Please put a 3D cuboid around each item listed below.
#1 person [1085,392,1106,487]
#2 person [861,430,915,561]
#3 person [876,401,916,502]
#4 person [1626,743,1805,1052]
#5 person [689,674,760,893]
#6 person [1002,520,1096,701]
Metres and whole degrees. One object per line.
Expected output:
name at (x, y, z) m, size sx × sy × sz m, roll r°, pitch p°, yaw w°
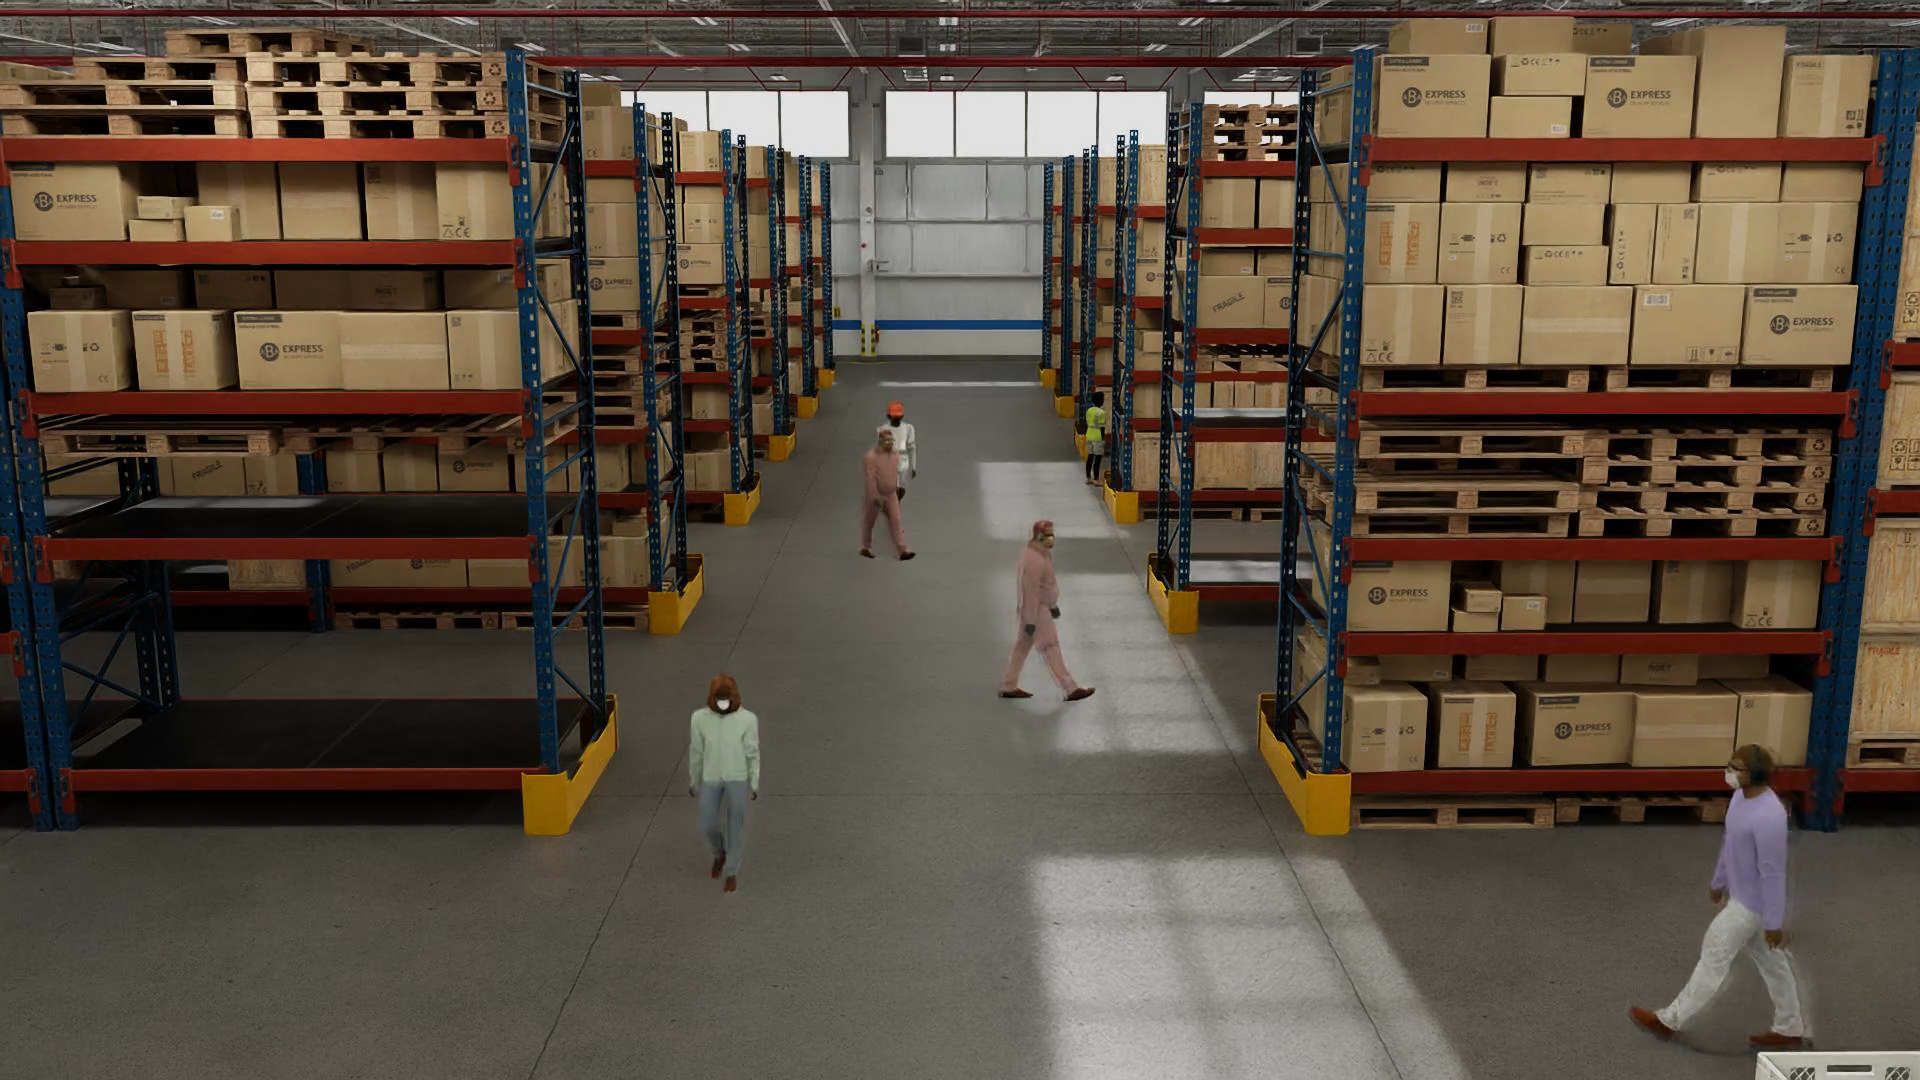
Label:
person at (2.421, -1.796, 29.572) m, size 0.319 × 1.689 × 0.536 m, roll -6°, pitch 13°, yaw -26°
person at (-1.058, -0.615, 23.319) m, size 0.636 × 1.845 × 1.035 m, roll -8°, pitch 14°, yaw -35°
person at (-1.006, -1.165, 25.659) m, size 0.609 × 2.021 × 0.856 m, roll -4°, pitch 12°, yaw -18°
person at (4.532, 2.098, 9.762) m, size 1.035 × 1.884 × 0.653 m, roll 3°, pitch 12°, yaw 15°
person at (-1.710, 1.760, 12.086) m, size 0.526 × 1.619 × 0.346 m, roll 0°, pitch 11°, yaw -1°
person at (0.872, 0.712, 16.700) m, size 0.974 × 1.854 × 0.663 m, roll 0°, pitch 11°, yaw 1°
